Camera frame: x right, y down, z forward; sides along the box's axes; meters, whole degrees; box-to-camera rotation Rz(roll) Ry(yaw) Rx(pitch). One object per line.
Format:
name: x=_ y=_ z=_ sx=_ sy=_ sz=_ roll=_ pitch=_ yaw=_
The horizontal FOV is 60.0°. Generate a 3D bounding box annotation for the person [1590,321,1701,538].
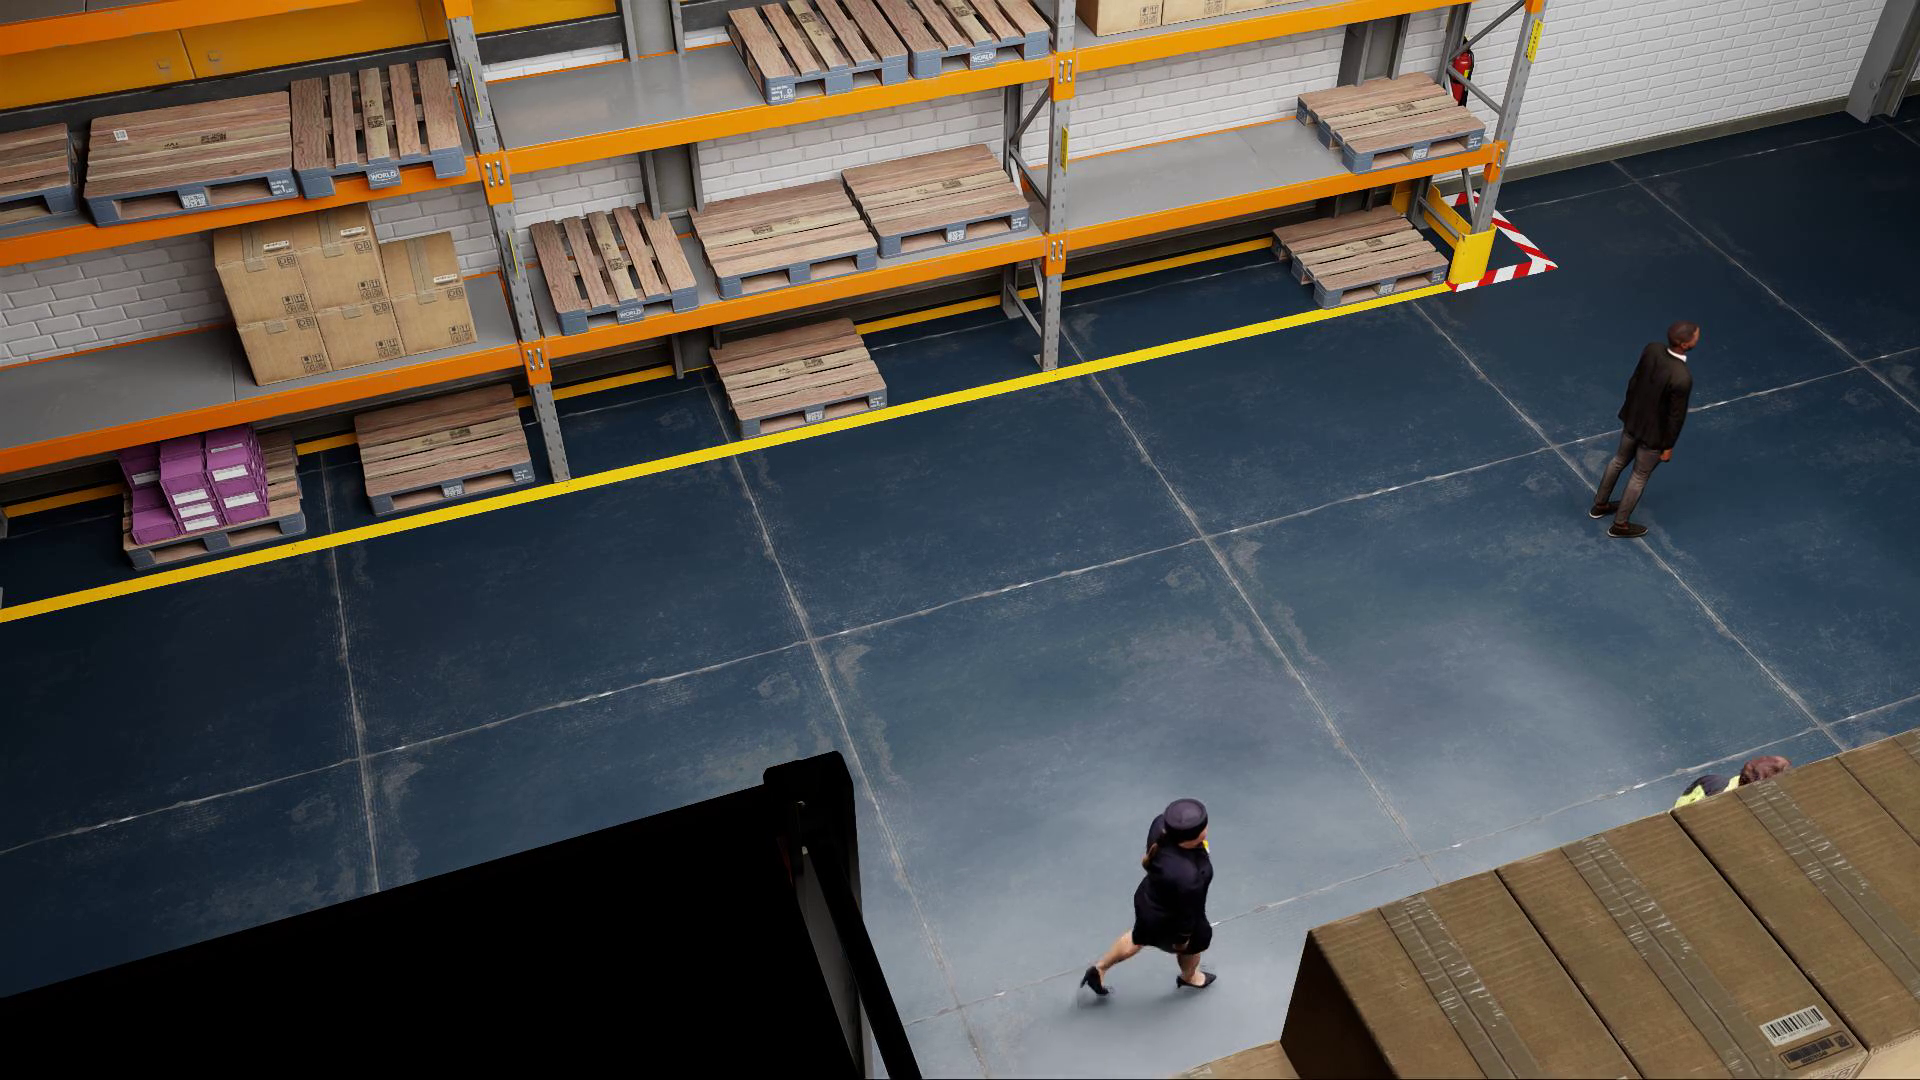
person: x=4.830 y=-0.794 z=11.682 sx=0.537 sy=1.799 sz=0.668 roll=-12 pitch=45 yaw=-12

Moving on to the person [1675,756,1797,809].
person: x=3.858 y=1.849 z=8.814 sx=1.232 sy=1.930 sz=0.783 roll=-14 pitch=45 yaw=-14

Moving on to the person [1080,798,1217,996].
person: x=1.043 y=1.971 z=8.891 sx=1.050 sy=1.647 sz=0.758 roll=-11 pitch=45 yaw=-11
